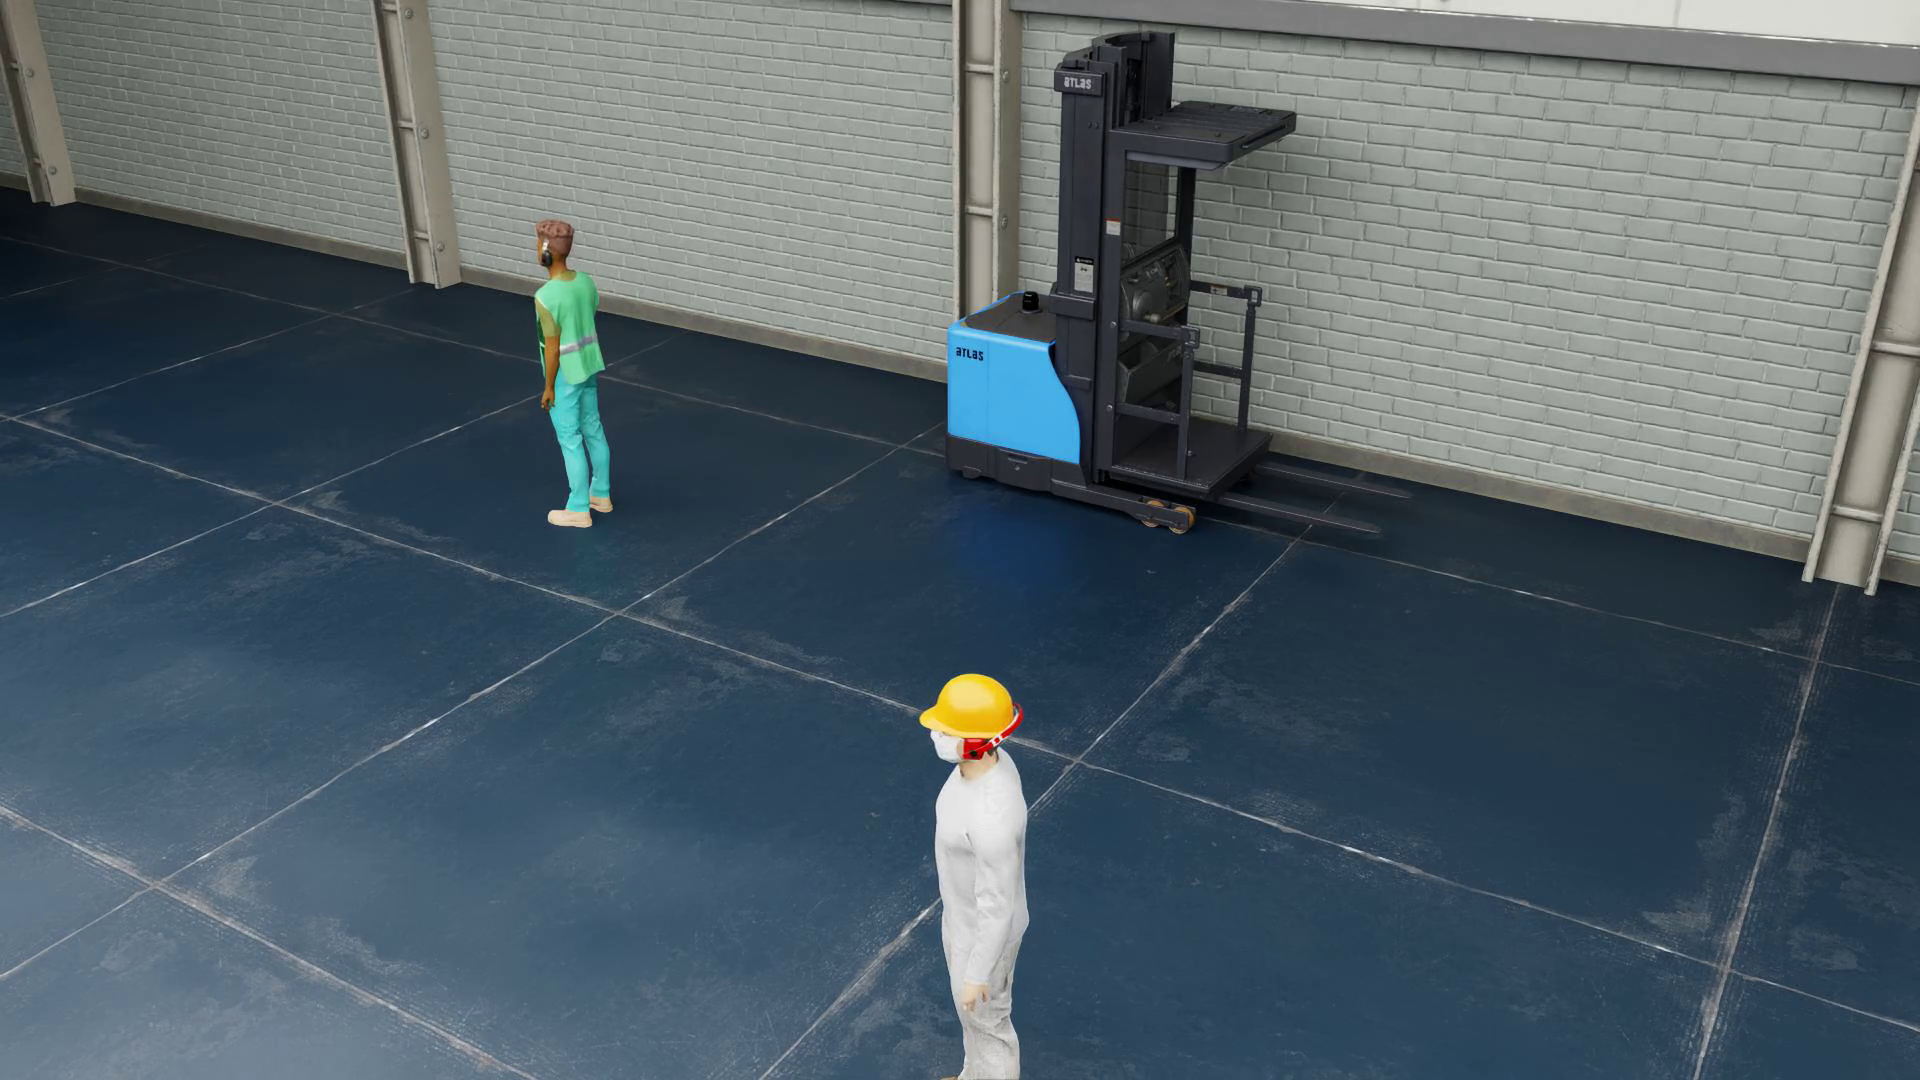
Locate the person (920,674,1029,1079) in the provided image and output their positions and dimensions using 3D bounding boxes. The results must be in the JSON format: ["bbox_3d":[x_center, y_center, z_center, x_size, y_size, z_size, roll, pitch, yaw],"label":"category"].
[{"bbox_3d":[0.052,1.288,5.634,0.356,1.896,0.558,-3,25,-6],"label":"person"}]

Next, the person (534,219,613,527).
[{"bbox_3d":[-2.443,-1.035,10.453,0.404,1.978,0.483,11,27,21],"label":"person"}]

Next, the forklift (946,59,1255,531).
[{"bbox_3d":[0.933,-1.707,10.833,1.873,2.768,1.129,15,29,28],"label":"forklift"}]
